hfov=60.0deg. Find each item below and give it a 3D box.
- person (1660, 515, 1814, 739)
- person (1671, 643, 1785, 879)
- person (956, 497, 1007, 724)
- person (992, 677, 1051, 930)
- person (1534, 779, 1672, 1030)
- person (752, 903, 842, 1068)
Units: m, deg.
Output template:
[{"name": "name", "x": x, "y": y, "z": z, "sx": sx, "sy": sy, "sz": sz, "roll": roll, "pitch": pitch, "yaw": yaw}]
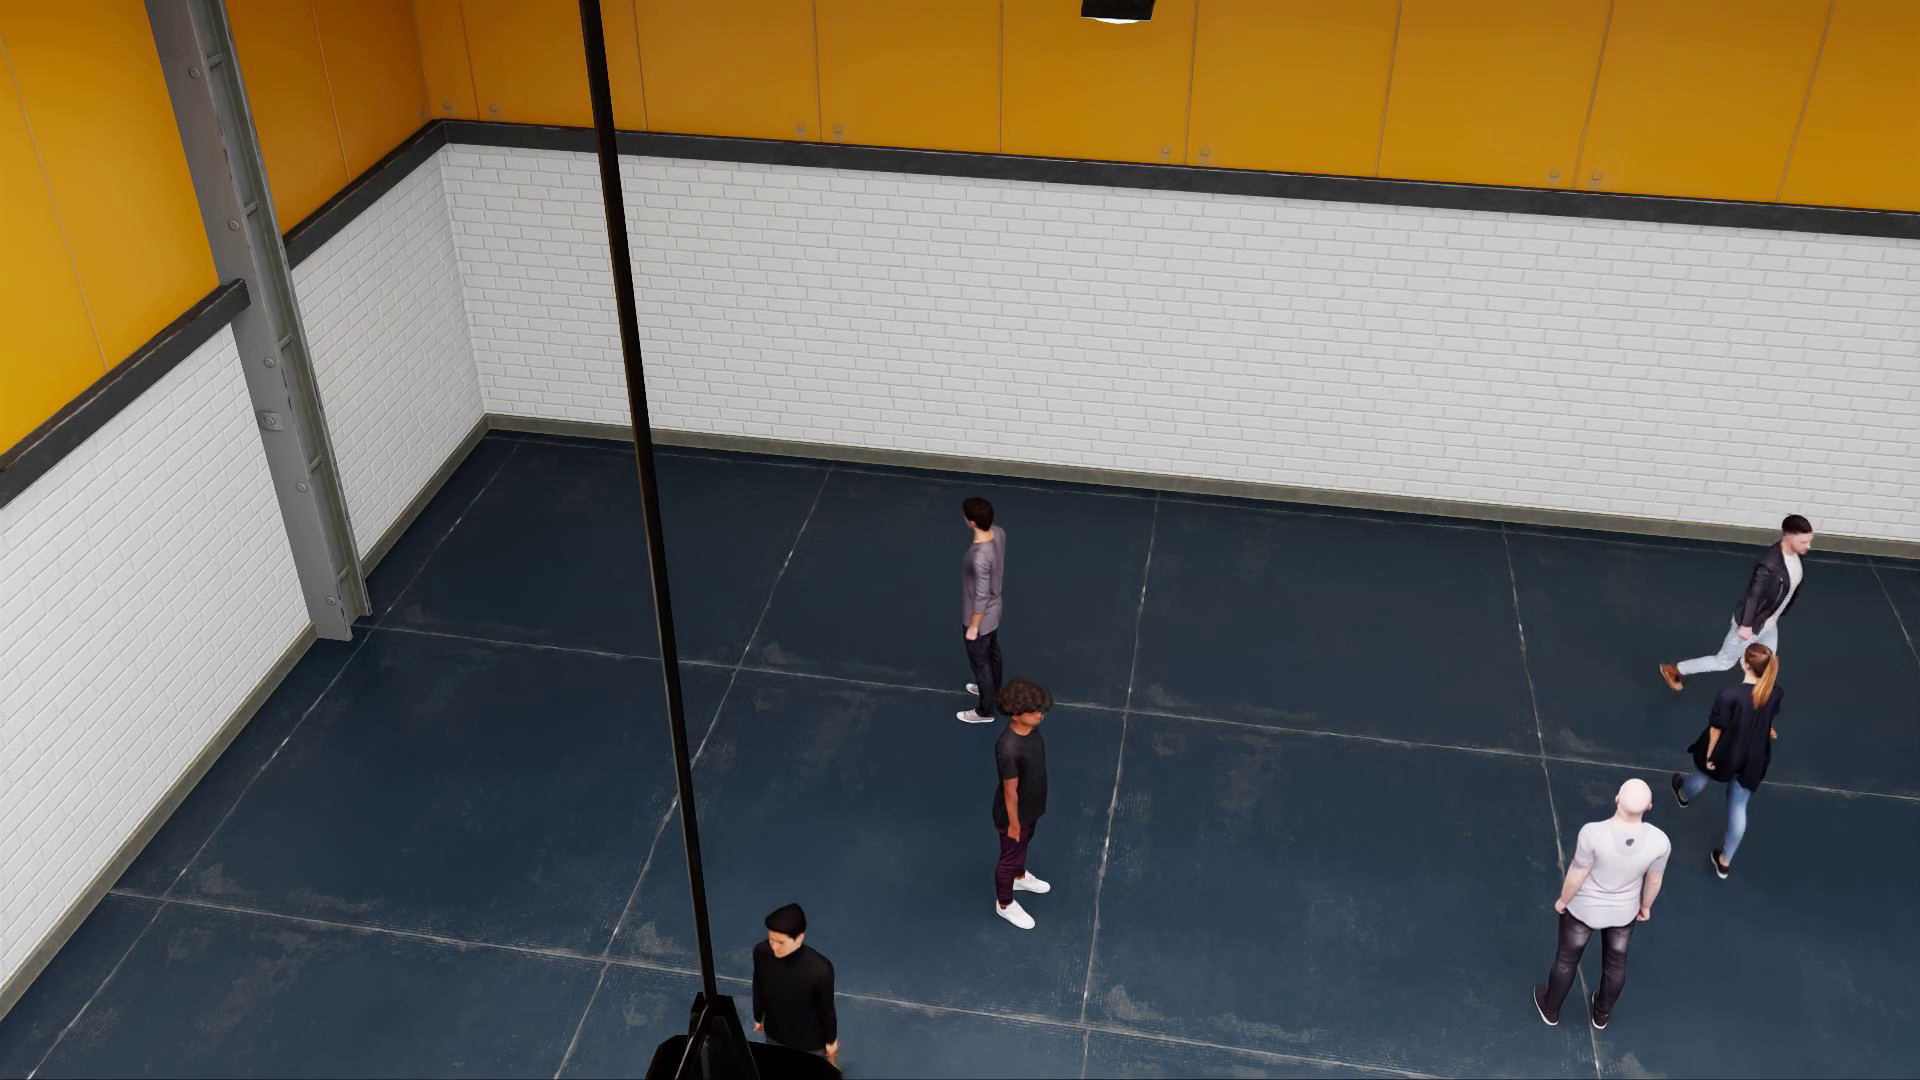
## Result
[{"name": "person", "x": 5.590, "y": 0.537, "z": 11.877, "sx": 1.179, "sy": 1.794, "sz": 1.199, "roll": -26, "pitch": 42, "yaw": -33}, {"name": "person", "x": 4.995, "y": 1.449, "z": 10.652, "sx": 0.723, "sy": 1.632, "sz": 1.127, "roll": 2, "pitch": 34, "yaw": 3}, {"name": "person", "x": 0.169, "y": 0.488, "z": 11.901, "sx": 0.749, "sy": 1.850, "sz": 0.494, "roll": 9, "pitch": 35, "yaw": 13}, {"name": "person", "x": 0.369, "y": 1.591, "z": 10.302, "sx": 0.714, "sy": 1.783, "sz": 0.569, "roll": 12, "pitch": 35, "yaw": 17}, {"name": "person", "x": 3.676, "y": 2.079, "z": 9.519, "sx": 0.677, "sy": 1.837, "sz": 0.575, "roll": 4, "pitch": 34, "yaw": 6}, {"name": "person", "x": -0.849, "y": 2.561, "z": 8.915, "sx": 0.880, "sy": 1.703, "sz": 1.094, "roll": 18, "pitch": 38, "yaw": 25}]
